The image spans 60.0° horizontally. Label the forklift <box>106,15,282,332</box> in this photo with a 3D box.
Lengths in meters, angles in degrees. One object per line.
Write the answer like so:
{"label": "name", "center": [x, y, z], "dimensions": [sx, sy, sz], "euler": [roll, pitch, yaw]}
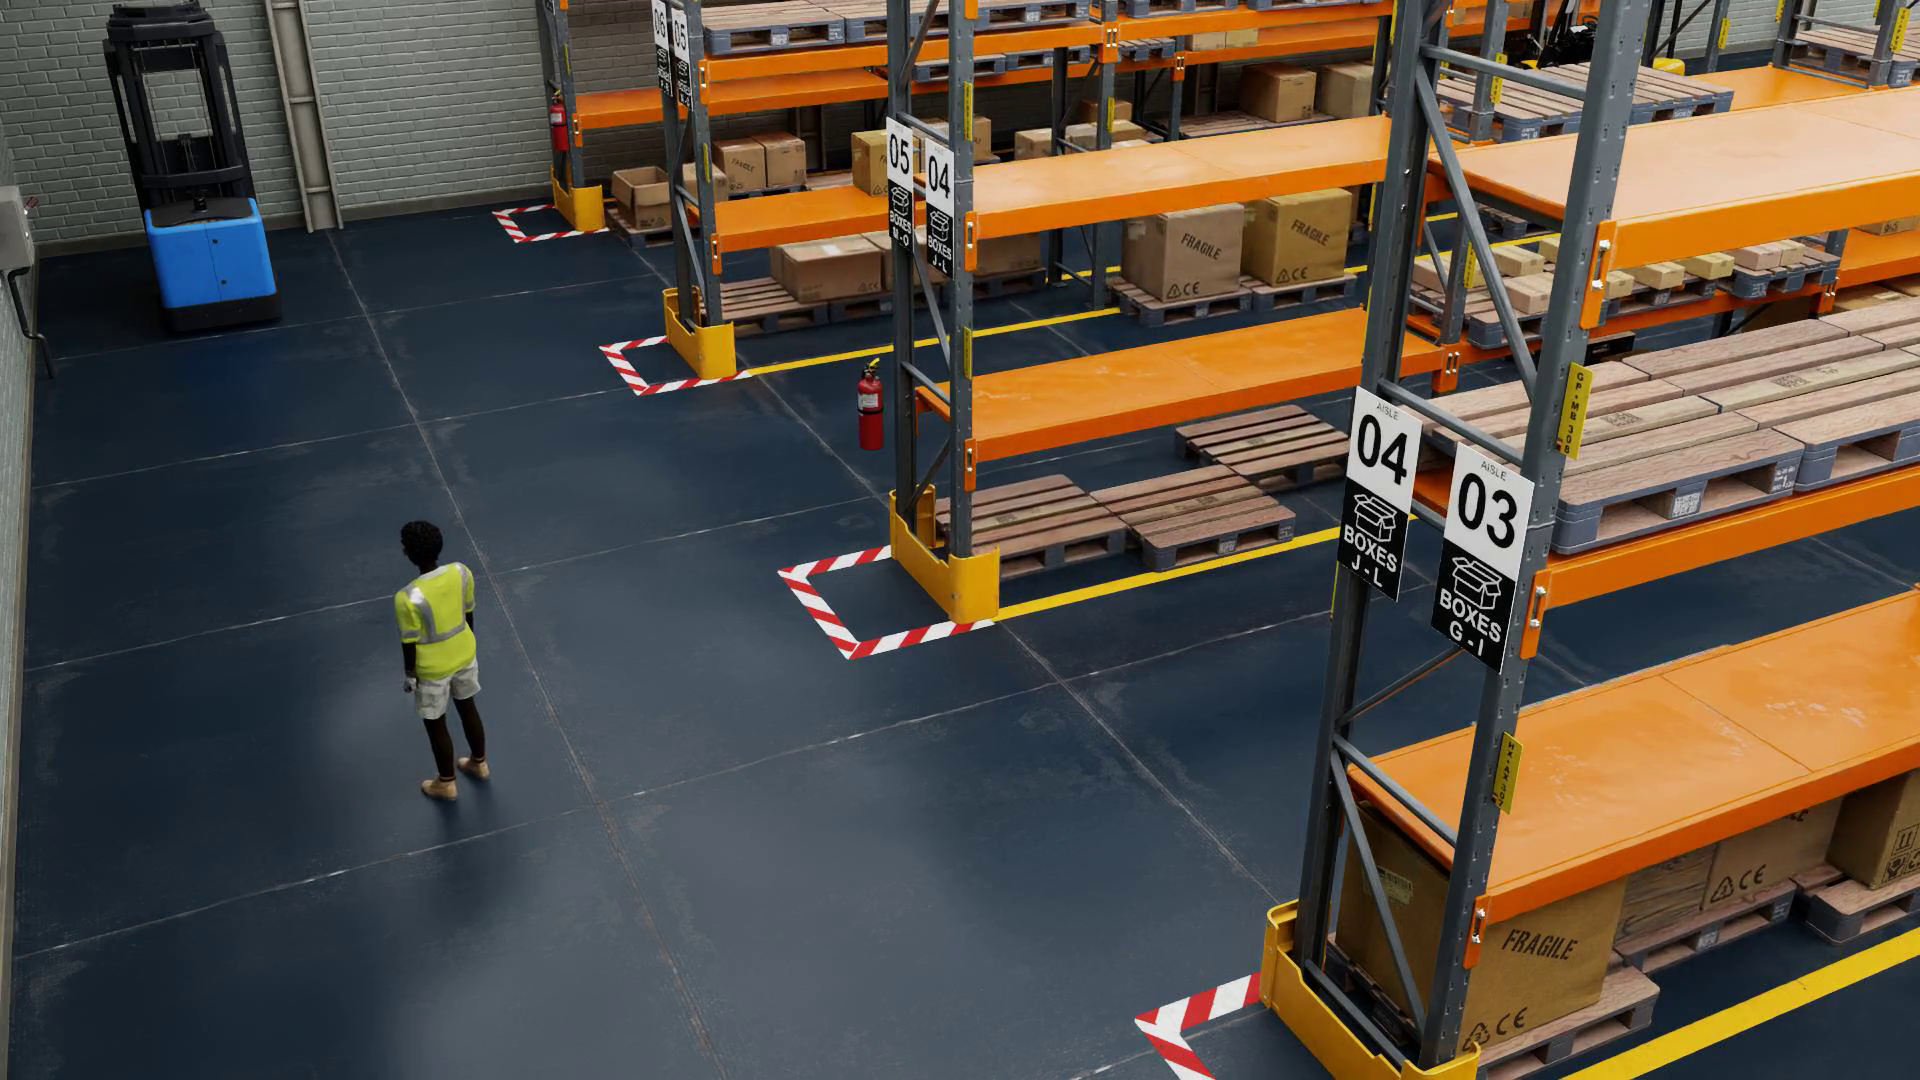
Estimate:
{"label": "forklift", "center": [-7.548, -3.672, 16.323], "dimensions": [1.129, 2.768, 1.873], "euler": [-12, 30, -22]}

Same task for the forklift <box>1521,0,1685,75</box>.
{"label": "forklift", "center": [8.950, -6.807, 23.056], "dimensions": [1.214, 2.155, 2.313], "euler": [-12, 30, -22]}

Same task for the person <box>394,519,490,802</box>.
{"label": "person", "center": [-2.882, 0.668, 9.281], "dimensions": [0.319, 1.685, 0.540], "euler": [14, 31, 25]}
